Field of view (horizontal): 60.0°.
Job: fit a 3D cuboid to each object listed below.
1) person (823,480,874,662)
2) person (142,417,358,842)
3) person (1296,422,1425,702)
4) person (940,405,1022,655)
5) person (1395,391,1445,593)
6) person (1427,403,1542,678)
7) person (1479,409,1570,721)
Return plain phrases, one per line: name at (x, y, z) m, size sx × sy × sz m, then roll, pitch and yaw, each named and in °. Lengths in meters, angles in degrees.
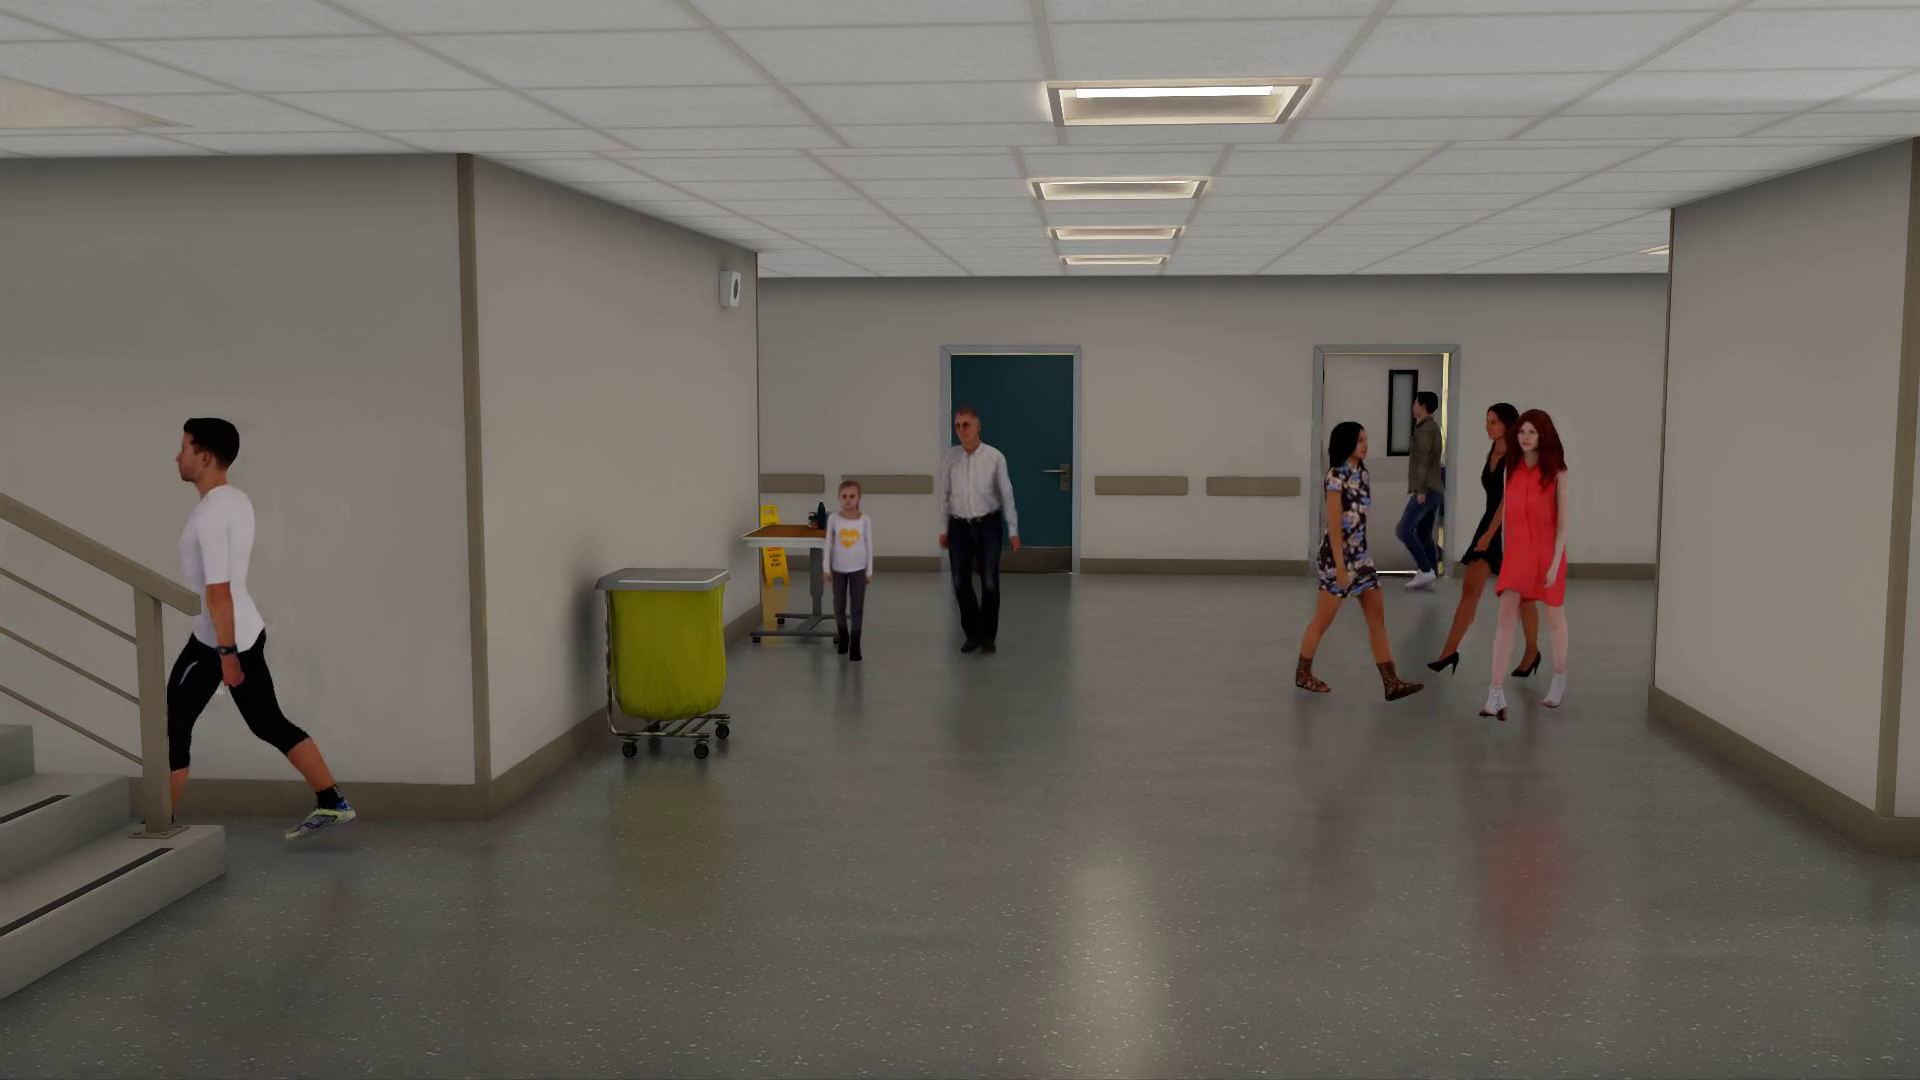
person at (-0.796, 0.214, 11.841) m, size 0.822 × 1.259 × 0.587 m, roll 0°, pitch 6°, yaw 2°
person at (-2.976, 0.426, 6.975) m, size 1.290 × 1.812 × 0.826 m, roll -1°, pitch 6°, yaw -6°
person at (2.301, 0.163, 10.229) m, size 1.085 × 1.683 × 1.175 m, roll -5°, pitch 8°, yaw -42°
person at (0.119, -0.071, 12.029) m, size 0.713 × 1.788 × 0.882 m, roll 1°, pitch 6°, yaw 8°
person at (4.367, -0.433, 15.317) m, size 0.767 × 1.851 × 0.798 m, roll 3°, pitch 6°, yaw 24°
person at (3.632, 0.048, 10.798) m, size 1.134 × 1.799 × 0.842 m, roll -2°, pitch 6°, yaw -17°
person at (3.392, 0.179, 9.668) m, size 1.162 × 1.763 × 1.119 m, roll 5°, pitch 8°, yaw 42°
